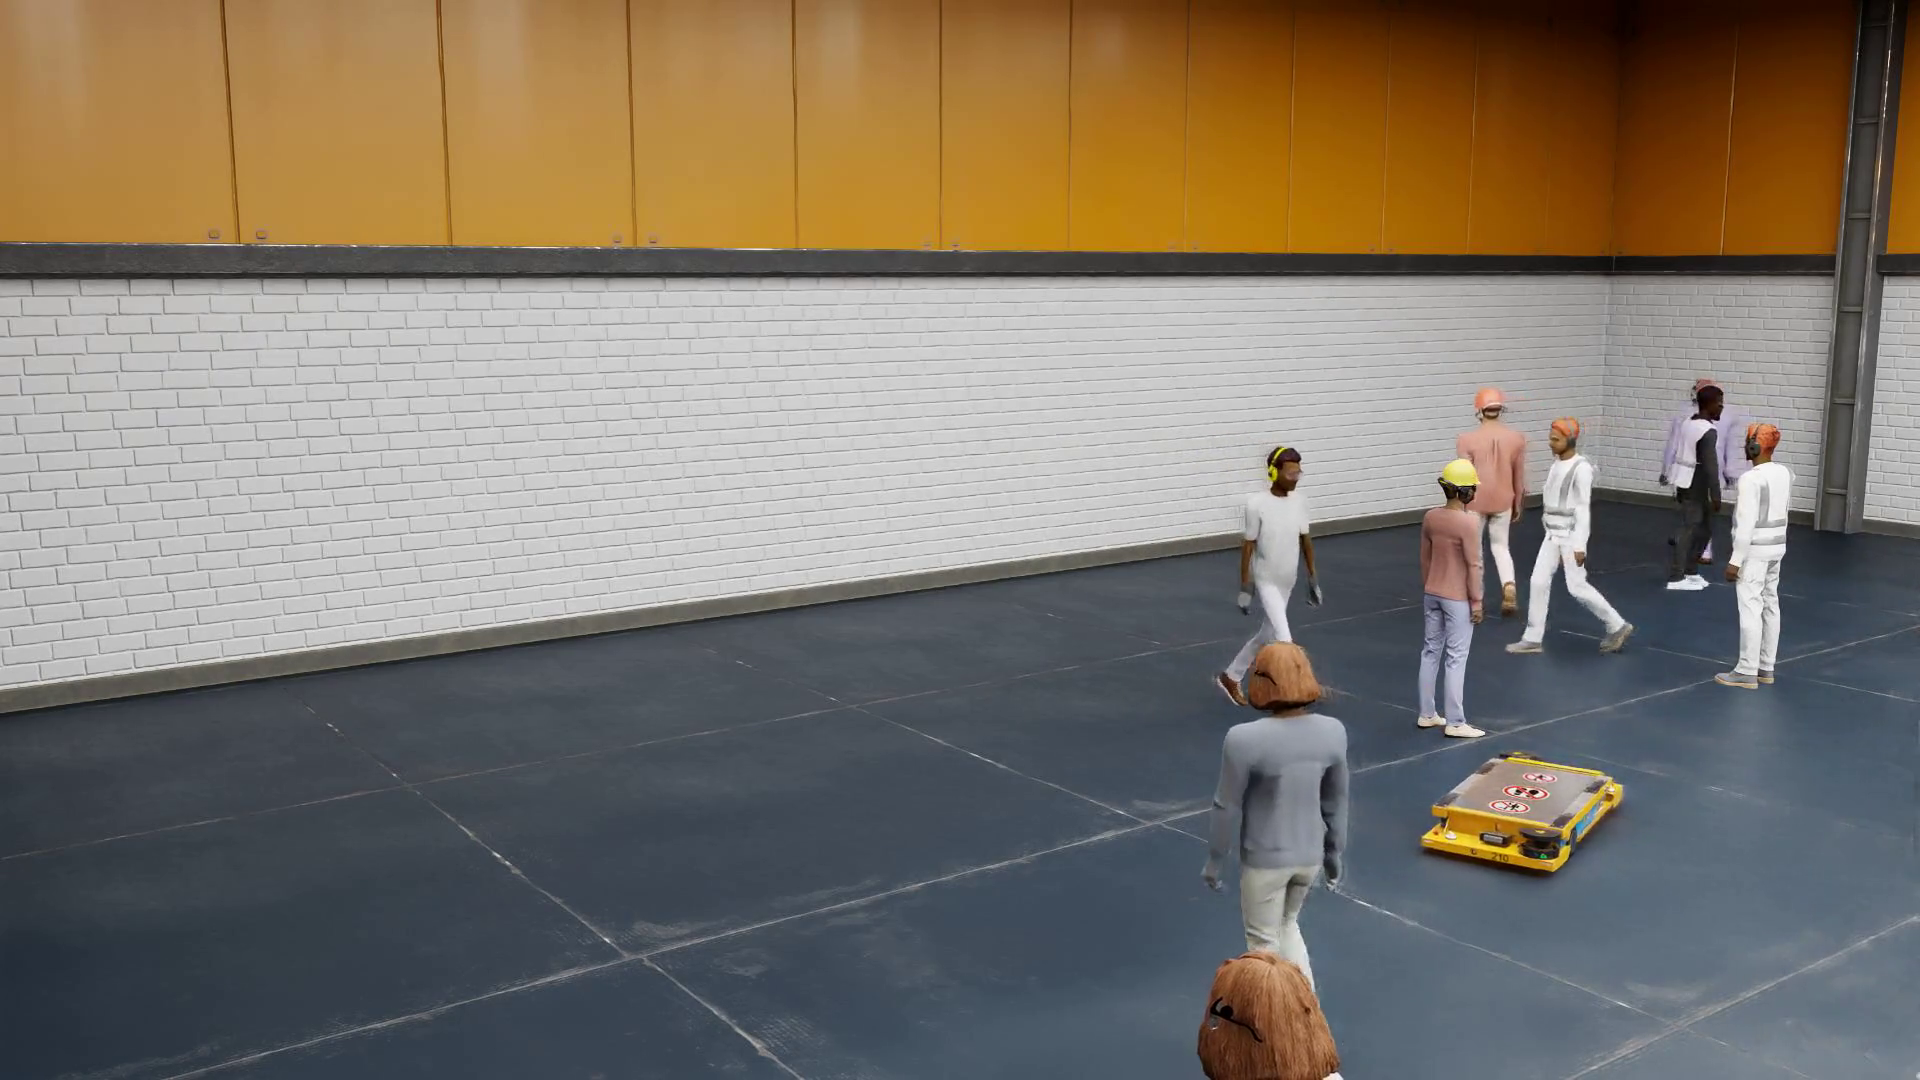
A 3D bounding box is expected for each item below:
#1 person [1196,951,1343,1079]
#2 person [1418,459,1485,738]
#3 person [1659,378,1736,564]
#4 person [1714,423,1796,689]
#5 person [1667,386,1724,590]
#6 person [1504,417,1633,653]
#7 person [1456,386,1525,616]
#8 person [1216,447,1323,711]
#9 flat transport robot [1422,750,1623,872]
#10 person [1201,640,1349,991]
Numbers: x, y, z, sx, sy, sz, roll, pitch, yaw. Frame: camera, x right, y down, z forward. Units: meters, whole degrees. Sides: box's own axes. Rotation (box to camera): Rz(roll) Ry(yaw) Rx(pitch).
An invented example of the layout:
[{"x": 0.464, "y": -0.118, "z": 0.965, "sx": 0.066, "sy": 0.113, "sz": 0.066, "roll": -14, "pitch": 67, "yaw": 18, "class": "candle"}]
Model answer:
[{"x": 0.597, "y": 1.609, "z": 3.312, "sx": 0.270, "sy": 1.632, "sz": 0.508, "roll": 7, "pitch": 12, "yaw": 39, "class": "person"}, {"x": 3.130, "y": 0.368, "z": 10.560, "sx": 0.314, "sy": 1.769, "sz": 0.523, "roll": -4, "pitch": 10, "yaw": -24, "class": "person"}, {"x": 7.497, "y": -0.718, "z": 16.981, "sx": 0.671, "sy": 1.850, "sz": 0.983, "roll": -1, "pitch": 9, "yaw": -7, "class": "person"}, {"x": 5.642, "y": 0.111, "z": 11.785, "sx": 0.572, "sy": 1.883, "sz": 0.354, "roll": -6, "pitch": 11, "yaw": -34, "class": "person"}, {"x": 6.834, "y": -0.469, "z": 15.314, "sx": 0.586, "sy": 1.895, "sz": 0.618, "roll": 1, "pitch": 9, "yaw": 6, "class": "person"}, {"x": 4.720, "y": -0.023, "z": 12.744, "sx": 0.902, "sy": 1.855, "sz": 0.580, "roll": -1, "pitch": 9, "yaw": -5, "class": "person"}, {"x": 4.501, "y": -0.313, "z": 14.118, "sx": 0.626, "sy": 1.978, "sz": 0.747, "roll": 0, "pitch": 9, "yaw": -2, "class": "person"}, {"x": 2.058, "y": 0.275, "z": 10.972, "sx": 0.561, "sy": 1.825, "sz": 0.951, "roll": -6, "pitch": 11, "yaw": -32, "class": "person"}, {"x": 2.997, "y": 1.401, "z": 8.784, "sx": 0.652, "sy": 0.197, "sz": 1.431, "roll": 6, "pitch": 11, "yaw": 34, "class": "flat transport robot"}, {"x": 1.158, "y": 1.170, "z": 6.074, "sx": 0.508, "sy": 1.619, "sz": 0.387, "roll": -4, "pitch": 10, "yaw": -25, "class": "person"}]
